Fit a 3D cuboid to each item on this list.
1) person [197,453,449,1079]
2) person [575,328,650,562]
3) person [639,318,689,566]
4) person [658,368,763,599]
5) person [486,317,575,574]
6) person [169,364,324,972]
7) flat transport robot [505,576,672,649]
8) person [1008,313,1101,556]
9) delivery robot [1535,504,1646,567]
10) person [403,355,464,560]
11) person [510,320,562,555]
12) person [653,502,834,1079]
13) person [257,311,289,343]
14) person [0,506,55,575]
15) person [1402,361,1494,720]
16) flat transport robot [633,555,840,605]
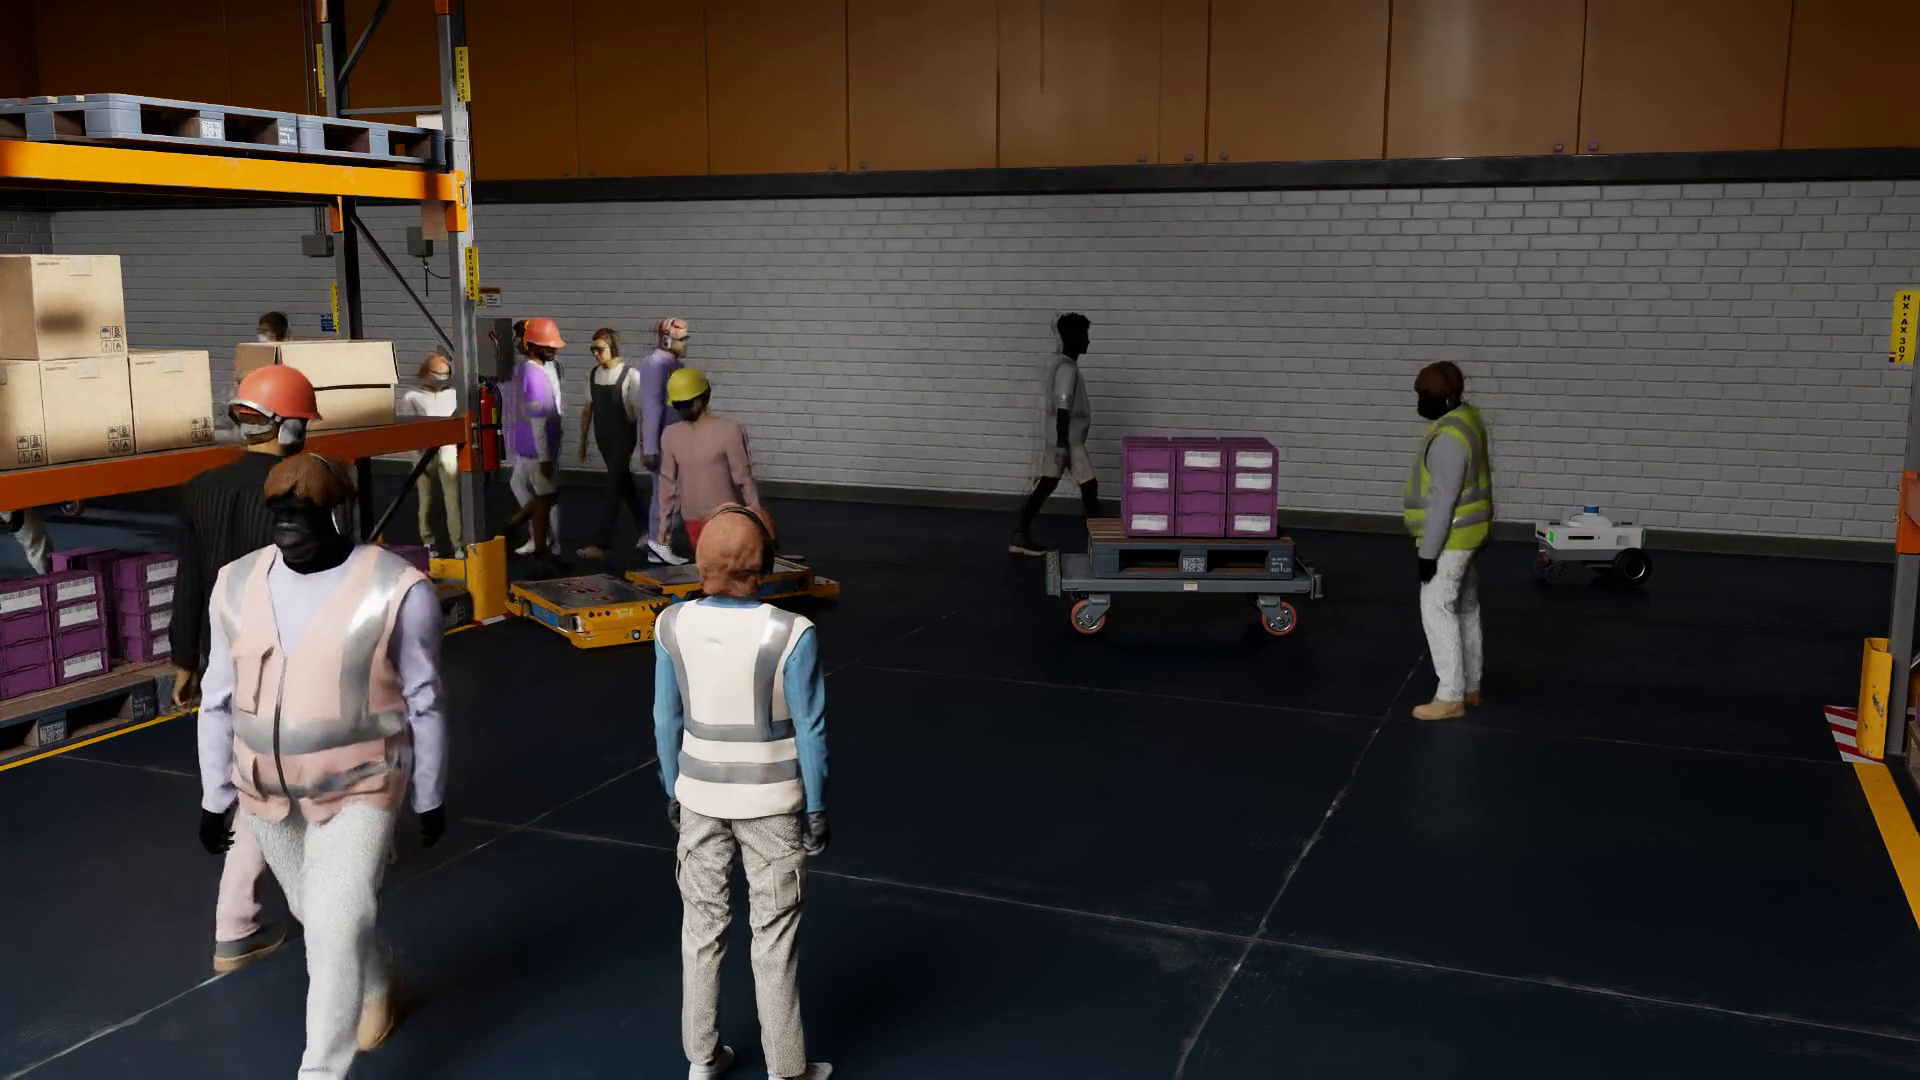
[{"bbox_3d":[-1.696,0.649,4.471,0.624,1.803,0.966,2,10,10],"label":"person"},{"bbox_3d":[-2.693,-0.760,13.017,0.506,1.796,1.002,5,10,27],"label":"person"},{"bbox_3d":[-2.171,-0.711,12.421,0.486,1.876,0.760,0,9,0],"label":"person"},{"bbox_3d":[-1.418,-0.106,9.289,0.576,1.698,0.899,4,10,23],"label":"person"},{"bbox_3d":[-3.129,-0.672,12.109,0.559,1.903,0.554,-2,10,-14],"label":"person"},{"bbox_3d":[-2.258,0.381,5.653,0.636,1.931,1.023,3,10,20],"label":"person"},{"bbox_3d":[-2.309,0.423,10.430,0.652,0.197,1.431,-6,11,-33],"label":"flat transport robot"},{"bbox_3d":[0.836,-0.805,12.913,0.988,1.918,0.619,-1,9,-5],"label":"person"},{"bbox_3d":[4.516,-0.014,11.934,0.707,0.478,0.477,0,9,0],"label":"delivery robot"},{"bbox_3d":[-3.996,-0.619,12.752,0.499,1.590,0.792,-6,11,-34],"label":"person"},{"bbox_3d":[-3.303,-0.796,13.049,0.410,1.854,0.572,5,11,28],"label":"person"},{"bbox_3d":[-0.585,0.717,4.498,0.520,1.645,0.307,4,10,21],"label":"person"},{"bbox_3d":[-5.472,-0.939,13.749,0.876,1.912,0.627,-9,13,-44],"label":"person"},{"bbox_3d":[-5.629,-0.301,9.950,0.591,1.886,0.944,4,10,23],"label":"person"},{"bbox_3d":[2.472,-0.006,8.421,0.434,1.806,0.779,5,10,27],"label":"person"},{"bbox_3d":[-1.590,0.294,11.209,1.431,0.197,0.652,-6,11,-32],"label":"flat transport robot"}]
